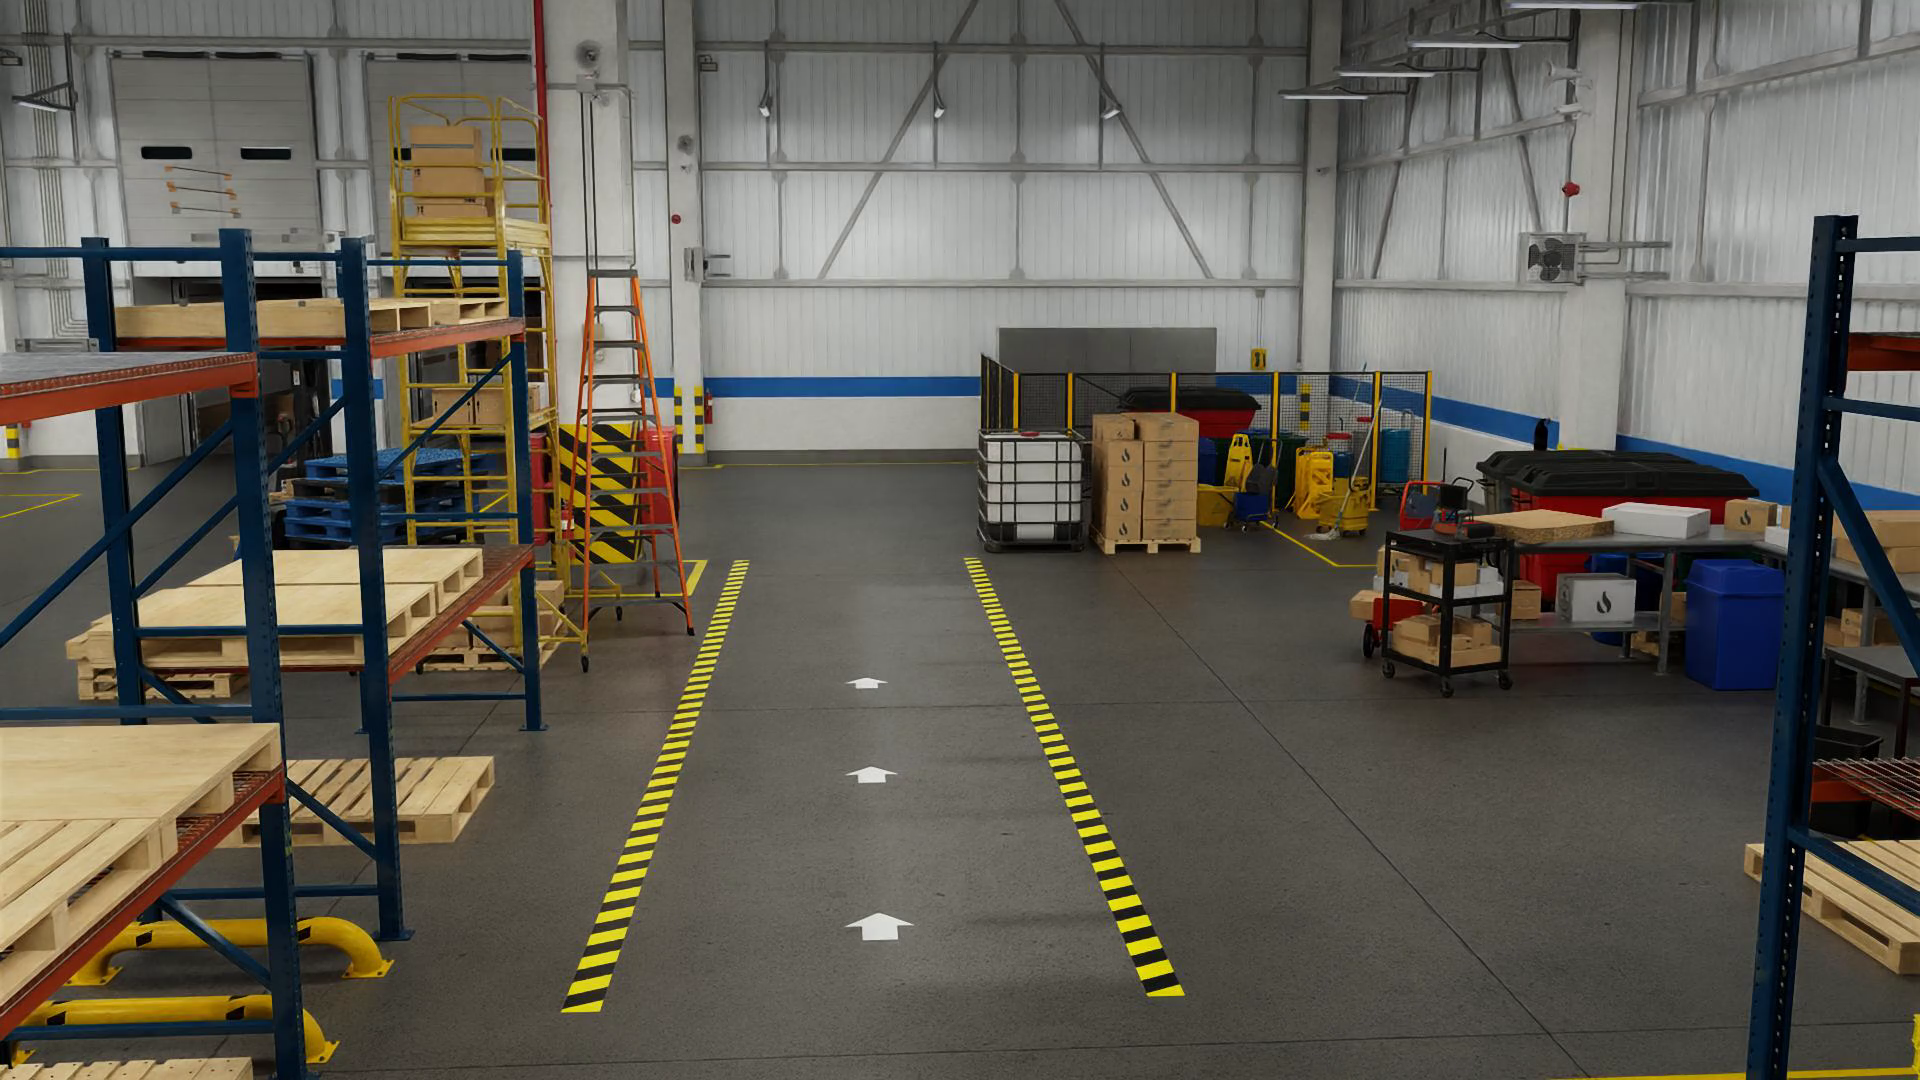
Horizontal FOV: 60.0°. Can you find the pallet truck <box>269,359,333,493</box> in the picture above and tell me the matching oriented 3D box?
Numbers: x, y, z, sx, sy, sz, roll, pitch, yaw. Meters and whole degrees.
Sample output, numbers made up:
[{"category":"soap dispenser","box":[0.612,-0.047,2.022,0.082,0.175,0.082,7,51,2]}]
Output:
[{"category":"pallet truck","box":[-7.062,-1.131,18.996,1.885,1.965,0.823,2,9,13]}]
